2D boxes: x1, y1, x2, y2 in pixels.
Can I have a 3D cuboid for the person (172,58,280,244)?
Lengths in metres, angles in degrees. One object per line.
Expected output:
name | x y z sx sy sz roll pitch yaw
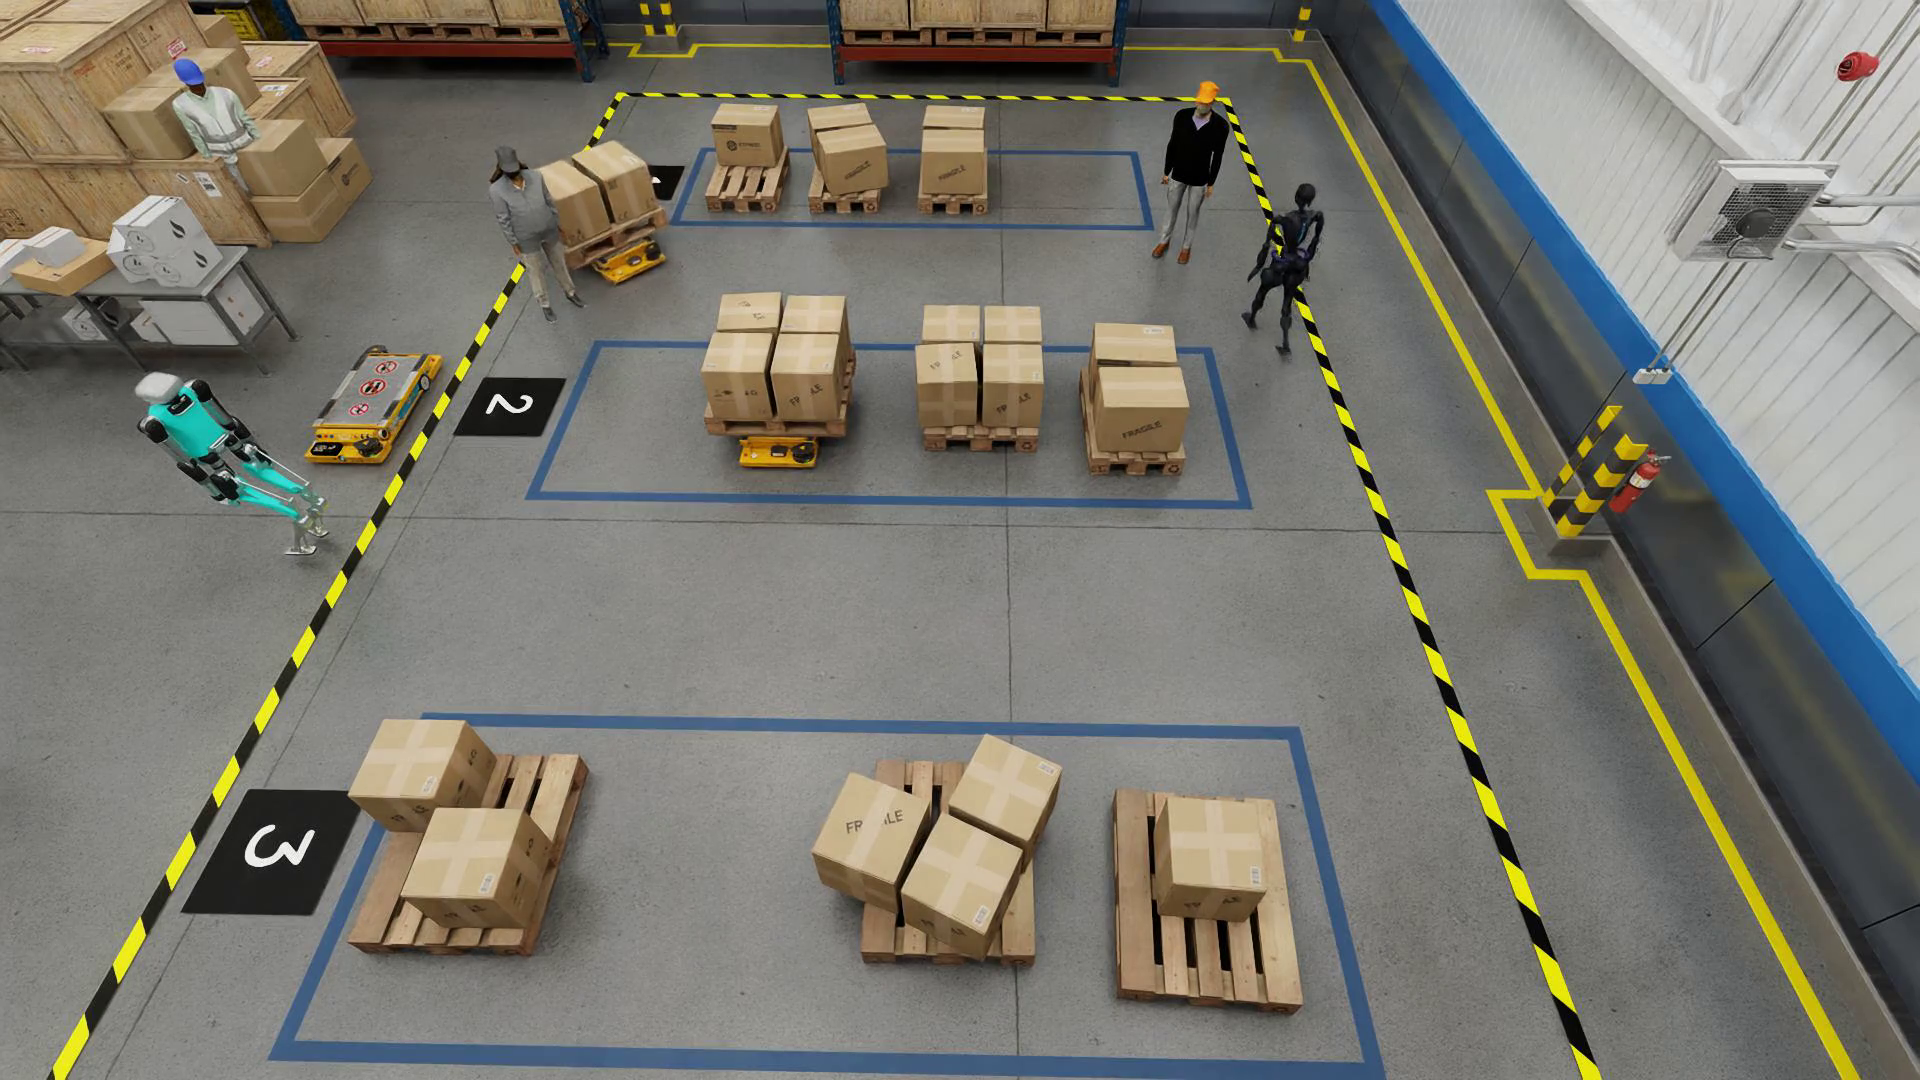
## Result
person | -7.700 -4.118 9.760 0.602 1.939 0.412 -32 57 -24

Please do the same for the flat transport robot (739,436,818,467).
flat transport robot | -1.582 -1.235 8.394 0.652 0.197 1.431 1 50 1

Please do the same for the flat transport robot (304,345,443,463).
flat transport robot | -5.383 -1.269 8.441 0.659 0.231 1.431 1 50 1

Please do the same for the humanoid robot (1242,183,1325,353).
humanoid robot | 3.076 -2.563 8.645 0.589 1.639 0.767 -7 50 -6

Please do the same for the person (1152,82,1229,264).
person | 2.386 -3.788 9.515 0.585 1.884 0.361 22 53 17

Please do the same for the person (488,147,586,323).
person | -4.126 -2.977 8.905 0.404 1.762 0.572 36 58 26

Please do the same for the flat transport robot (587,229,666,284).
flat transport robot | -3.969 -3.326 10.163 1.431 0.197 0.652 35 58 26

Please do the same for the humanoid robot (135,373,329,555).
humanoid robot | -5.176 -0.497 6.735 0.735 1.681 0.533 10 50 8
